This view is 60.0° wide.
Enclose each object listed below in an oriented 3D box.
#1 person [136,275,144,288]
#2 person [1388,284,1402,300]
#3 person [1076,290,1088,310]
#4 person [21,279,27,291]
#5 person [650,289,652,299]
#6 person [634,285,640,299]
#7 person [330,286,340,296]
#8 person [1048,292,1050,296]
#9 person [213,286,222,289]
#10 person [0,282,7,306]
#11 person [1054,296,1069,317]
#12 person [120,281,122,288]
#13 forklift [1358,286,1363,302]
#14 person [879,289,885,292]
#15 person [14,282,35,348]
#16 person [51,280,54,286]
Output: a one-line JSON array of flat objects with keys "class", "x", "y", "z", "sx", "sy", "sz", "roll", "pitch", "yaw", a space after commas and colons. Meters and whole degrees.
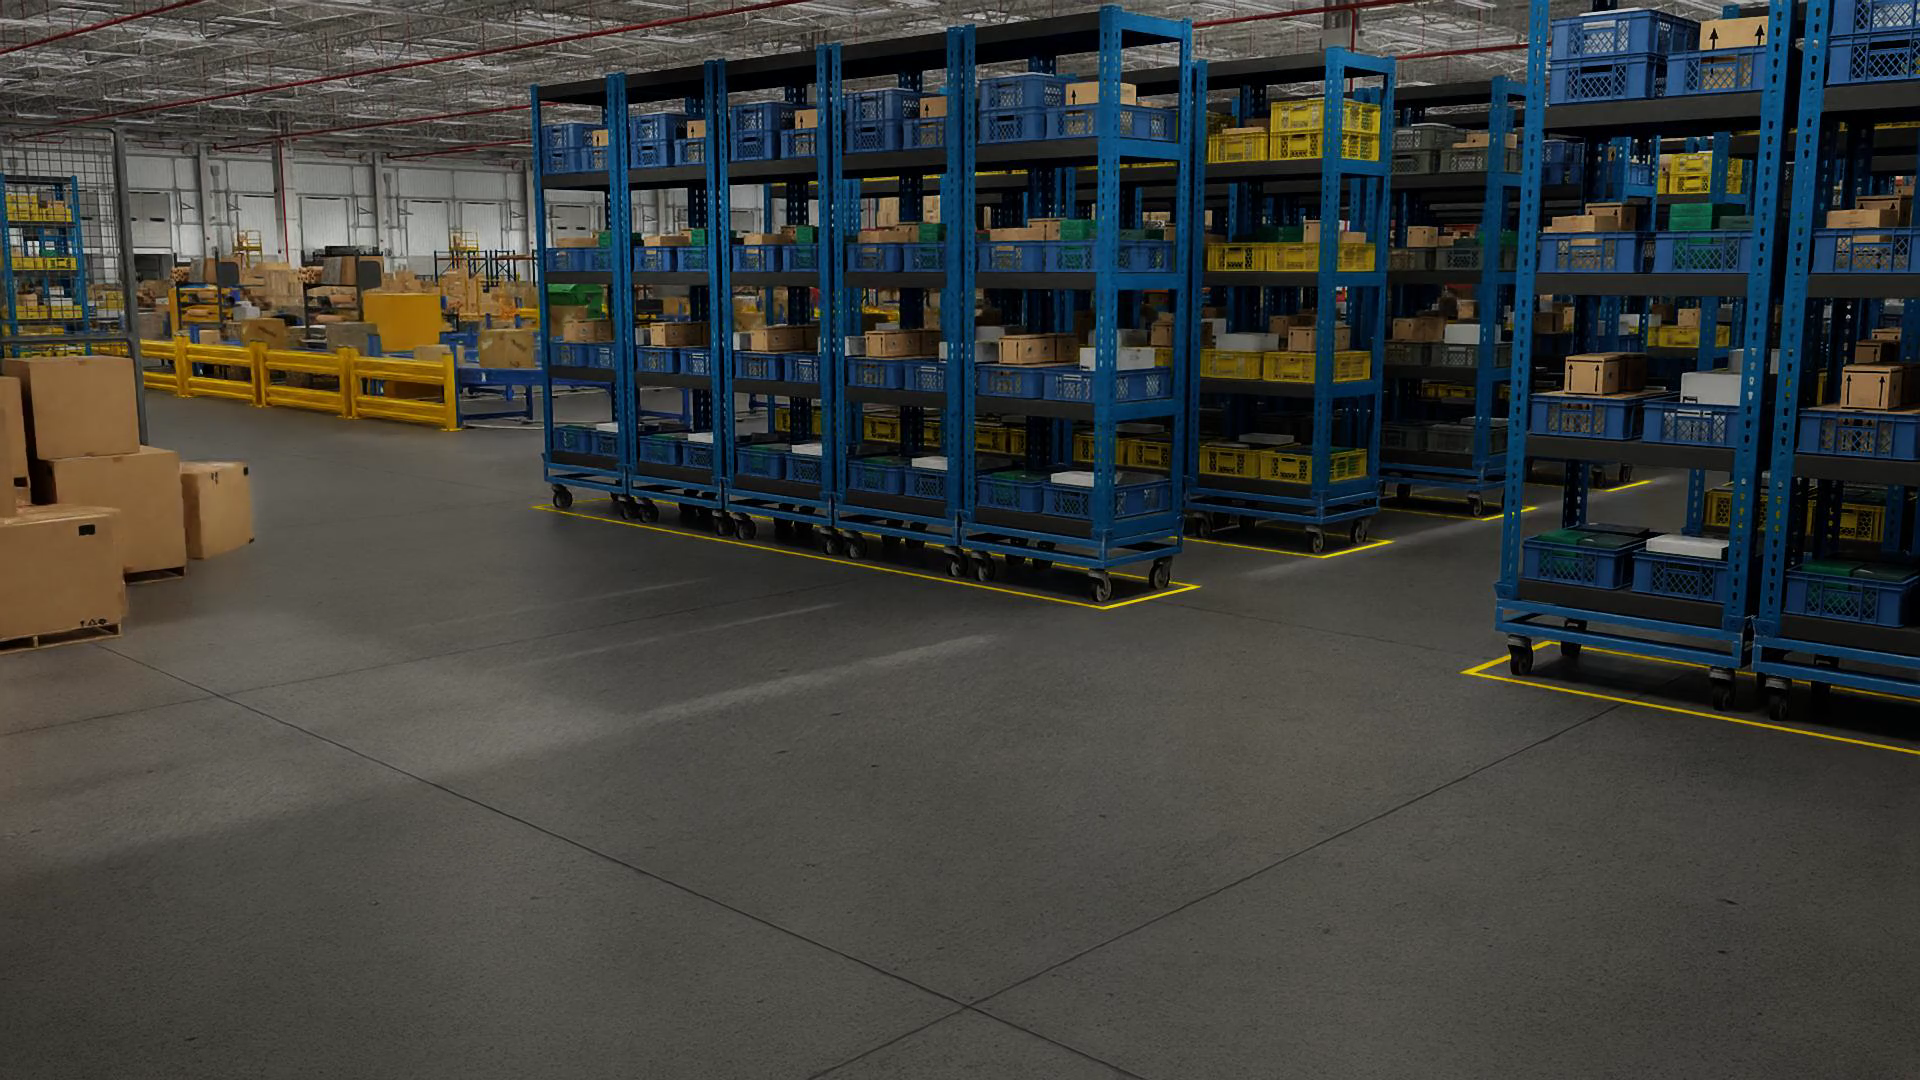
[{"class": "person", "x": -33.199, "y": -9.828, "z": 67.466, "sx": 0.995, "sy": 1.816, "sz": 0.505, "roll": -8, "pitch": 12, "yaw": -39}, {"class": "person", "x": 7.389, "y": -3.463, "z": 28.422, "sx": 0.543, "sy": 1.822, "sz": 0.602, "roll": -5, "pitch": 11, "yaw": -30}, {"class": "person", "x": 1.532, "y": -2.444, "z": 21.815, "sx": 1.014, "sy": 1.940, "sz": 0.637, "roll": -6, "pitch": 11, "yaw": -34}, {"class": "person", "x": -40.493, "y": -10.497, "z": 71.990, "sx": 0.372, "sy": 1.674, "sz": 0.560, "roll": -6, "pitch": 11, "yaw": -31}, {"class": "person", "x": -16.907, "y": -13.740, "z": 91.786, "sx": 0.776, "sy": 1.704, "sz": 0.501, "roll": -5, "pitch": 11, "yaw": -29}, {"class": "person", "x": -17.607, "y": -13.539, "z": 90.120, "sx": 0.504, "sy": 1.847, "sz": 0.345, "roll": -1, "pitch": 9, "yaw": -5}, {"class": "person", "x": -19.605, "y": -7.418, "z": 52.312, "sx": 0.358, "sy": 1.938, "sz": 0.542, "roll": -4, "pitch": 10, "yaw": -22}, {"class": "person", "x": 2.660, "y": -7.483, "z": 53.482, "sx": 0.381, "sy": 1.679, "sz": 0.547, "roll": 8, "pitch": 13, "yaw": 42}, {"class": "person", "x": -22.060, "y": -6.899, "z": 49.400, "sx": 0.880, "sy": 1.857, "sz": 0.581, "roll": -9, "pitch": 13, "yaw": -43}, {"class": "person", "x": -41.057, "y": -10.390, "z": 70.942, "sx": 0.897, "sy": 1.813, "sz": 0.637, "roll": 1, "pitch": 9, "yaw": 5}, {"class": "person", "x": 1.321, "y": -2.150, "z": 20.467, "sx": 0.823, "sy": 1.795, "sz": 0.582, "roll": -7, "pitch": 12, "yaw": -37}, {"class": "person", "x": -27.676, "y": -7.981, "z": 55.444, "sx": 0.537, "sy": 2.000, "sz": 0.701, "roll": -6, "pitch": 11, "yaw": -33}, {"class": "forklift", "x": 11.100, "y": -7.017, "z": 46.970, "sx": 1.873, "sy": 2.768, "sz": 1.129, "roll": 9, "pitch": 13, "yaw": 43}, {"class": "person", "x": -3.273, "y": -10.496, "z": 71.308, "sx": 0.627, "sy": 1.906, "sz": 0.990, "roll": -8, "pitch": 12, "yaw": -40}, {"class": "person", "x": -19.986, "y": -4.618, "z": 35.594, "sx": 0.914, "sy": 1.820, "sz": 0.521, "roll": 2, "pitch": 10, "yaw": 14}, {"class": "person", "x": -44.843, "y": -12.179, "z": 81.689, "sx": 0.770, "sy": 1.885, "sz": 0.673, "roll": 3, "pitch": 10, "yaw": 17}]
